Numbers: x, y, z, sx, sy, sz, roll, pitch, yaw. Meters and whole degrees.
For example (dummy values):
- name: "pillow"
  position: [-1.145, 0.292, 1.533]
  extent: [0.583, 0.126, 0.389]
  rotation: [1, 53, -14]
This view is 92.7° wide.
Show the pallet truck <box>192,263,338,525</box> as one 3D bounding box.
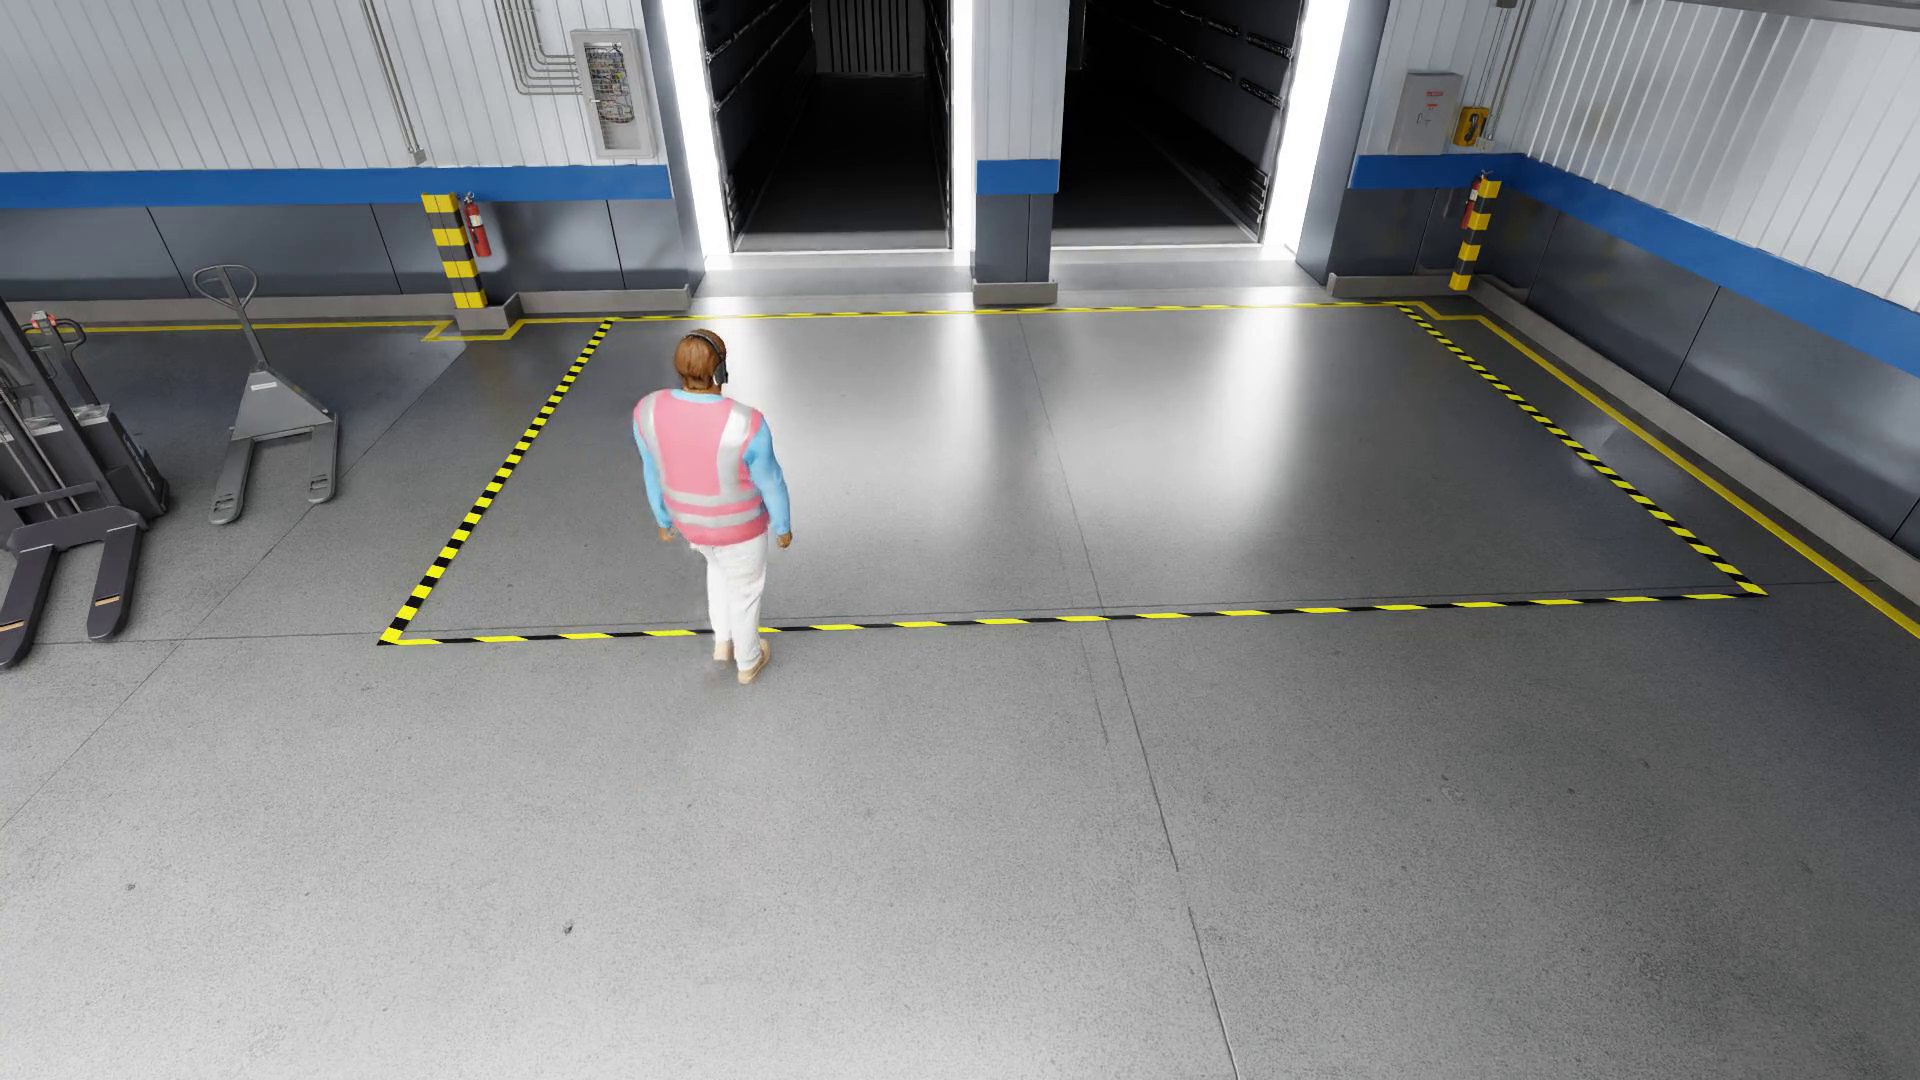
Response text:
- name: "pallet truck"
  position: [-4.778, -1.027, 6.128]
  extent: [0.680, 1.201, 1.601]
  rotation: [-17, 38, -23]

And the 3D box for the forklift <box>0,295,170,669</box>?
- name: "forklift"
  position: [-5.212, -0.618, 4.878]
  extent: [0.823, 1.965, 1.885]
  rotation: [-20, 39, -26]

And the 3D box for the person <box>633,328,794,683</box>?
- name: "person"
  position: [-1.094, -0.097, 4.273]
  extent: [0.653, 1.830, 0.461]
  rotation: [9, 36, 13]
